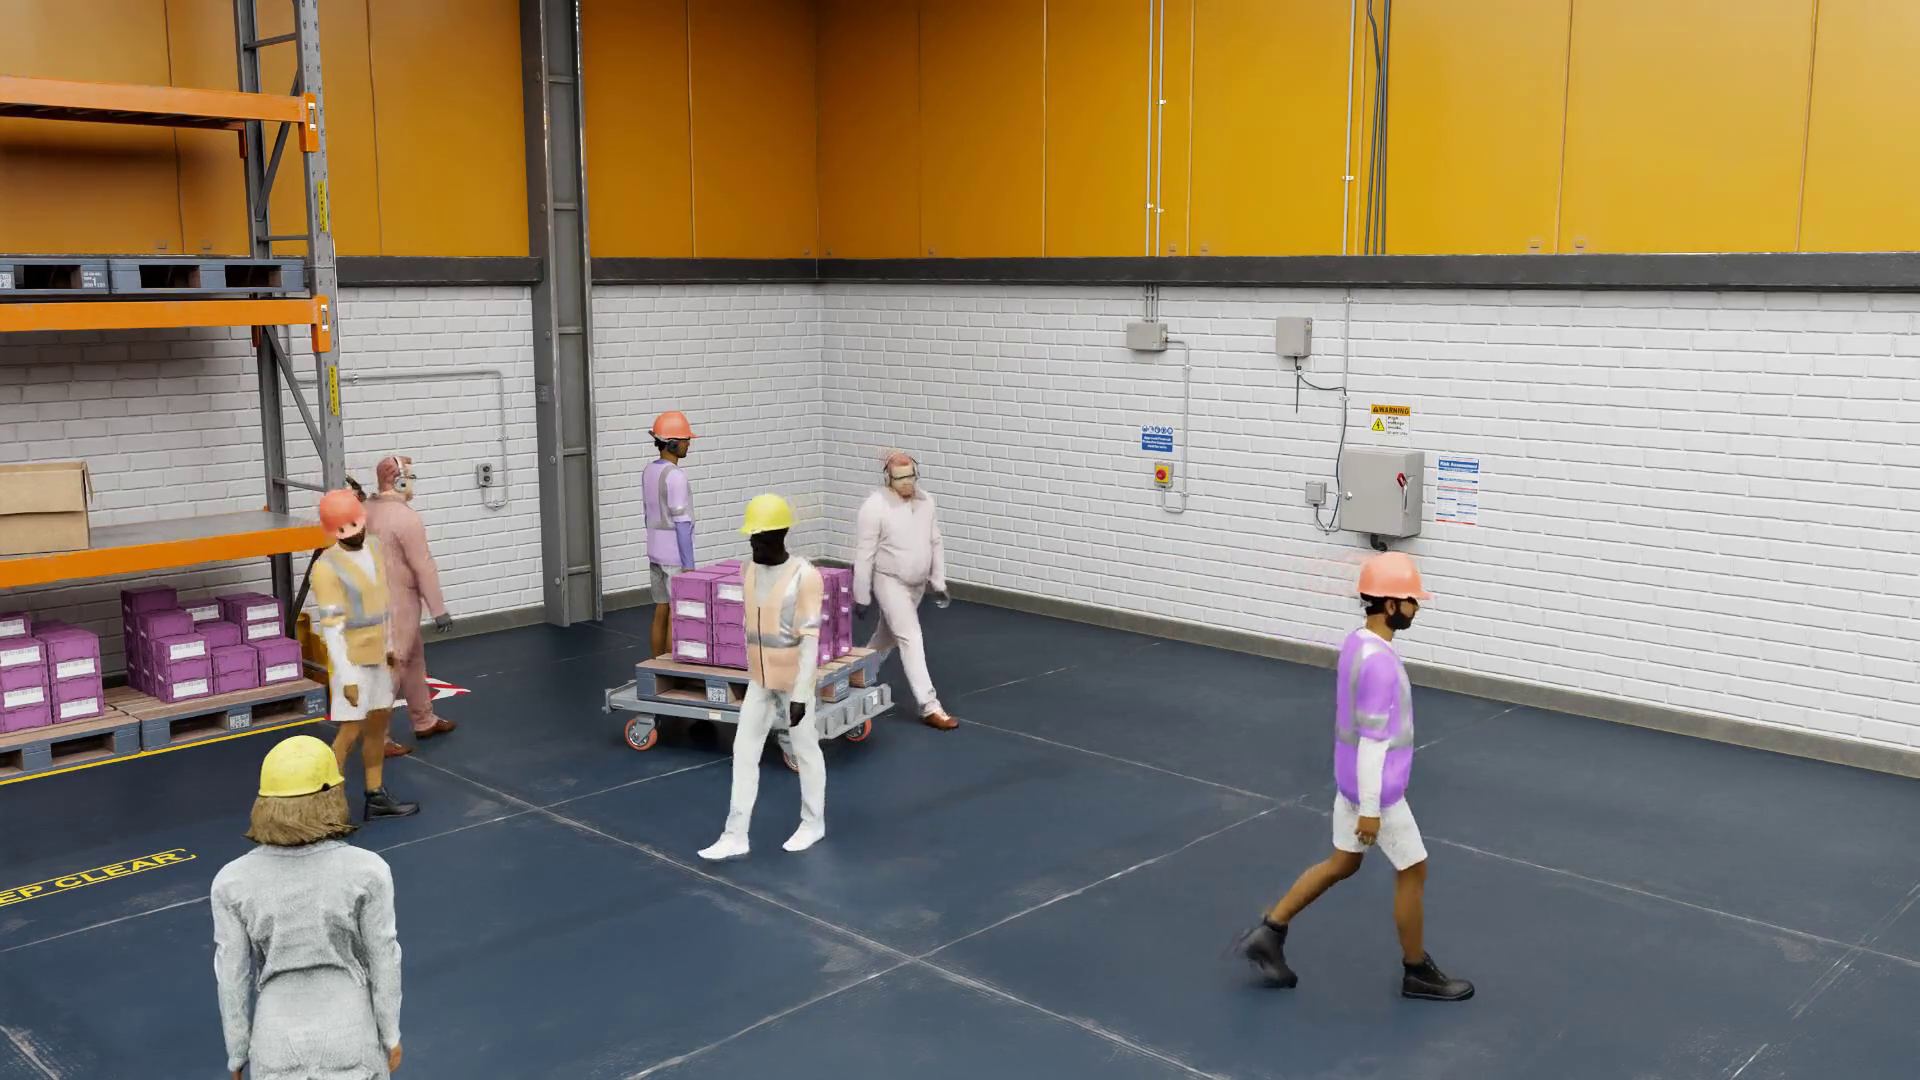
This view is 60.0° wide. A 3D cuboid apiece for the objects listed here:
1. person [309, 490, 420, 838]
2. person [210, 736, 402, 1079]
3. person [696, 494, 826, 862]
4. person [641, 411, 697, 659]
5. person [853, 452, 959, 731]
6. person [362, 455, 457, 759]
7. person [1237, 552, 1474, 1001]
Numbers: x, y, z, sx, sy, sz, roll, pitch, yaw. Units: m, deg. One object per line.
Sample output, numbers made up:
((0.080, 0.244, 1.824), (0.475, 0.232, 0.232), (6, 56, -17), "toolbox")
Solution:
((-3.260, 0.648, 8.951), (0.399, 1.885, 0.655), (2, 9, 10), "person")
((-1.822, 1.409, 4.712), (0.485, 1.739, 0.313), (-2, 9, -11), "person")
((-0.993, 0.718, 8.458), (0.611, 1.890, 0.872), (8, 12, 39), "person")
((-2.014, 0.112, 11.729), (0.371, 2.044, 0.607), (-6, 11, -33), "person")
((-0.418, 0.313, 11.164), (1.044, 1.844, 0.626), (7, 12, 36), "person")
((-3.437, 0.407, 10.438), (0.642, 1.874, 0.864), (9, 13, 43), "person")
((1.645, 0.978, 6.873), (0.940, 1.904, 0.557), (0, 9, 3), "person")
